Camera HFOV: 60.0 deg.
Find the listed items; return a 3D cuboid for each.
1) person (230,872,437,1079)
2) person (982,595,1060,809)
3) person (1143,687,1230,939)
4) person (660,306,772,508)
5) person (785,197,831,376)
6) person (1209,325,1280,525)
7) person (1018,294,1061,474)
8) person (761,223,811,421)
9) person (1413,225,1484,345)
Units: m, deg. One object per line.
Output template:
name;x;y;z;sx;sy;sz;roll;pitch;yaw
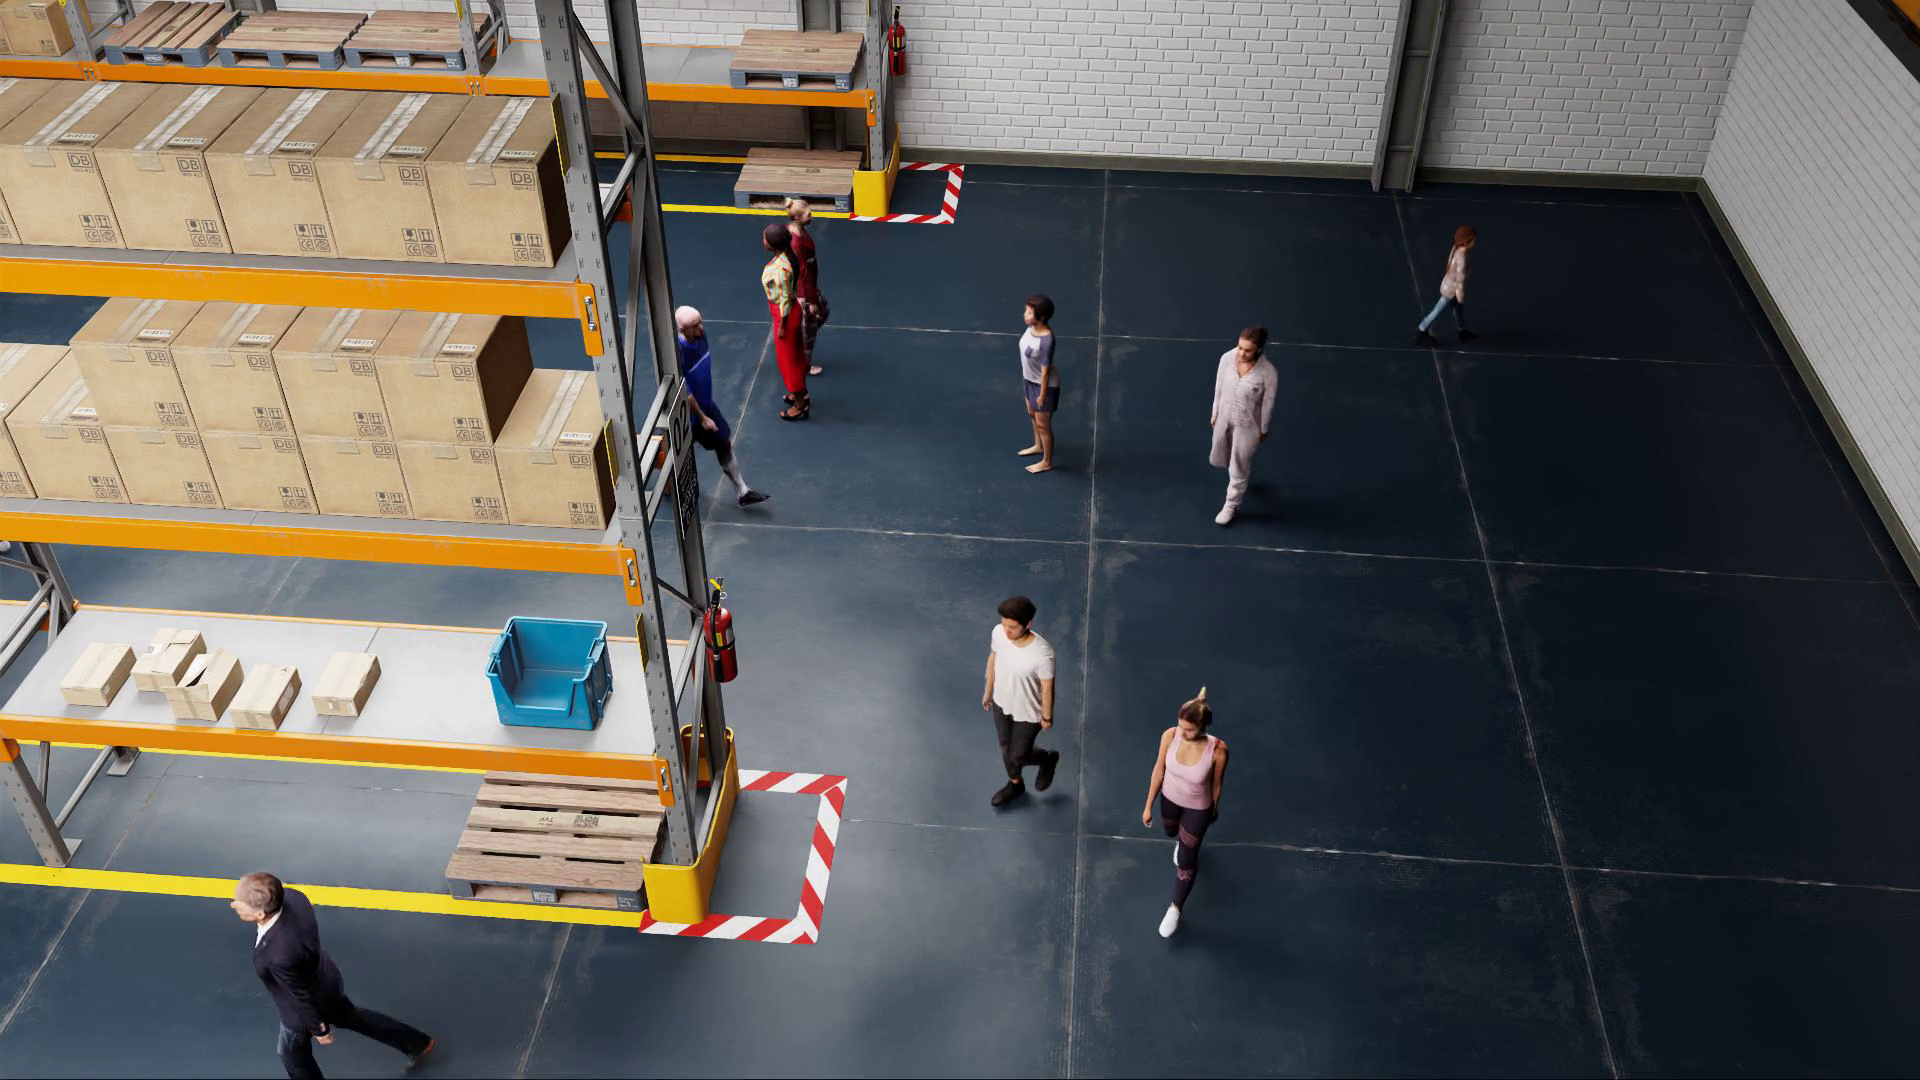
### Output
person;-3.260;2.293;8.523;1.158;1.791;0.813;-4;39;-6
person;0.427;0.957;10.262;0.887;1.707;0.828;-29;47;-31
person;1.339;1.460;9.685;1.039;1.641;0.935;21;43;24
person;-2.120;-0.970;12.612;1.235;1.787;0.912;14;41;17
person;-1.407;-2.149;14.166;0.690;1.689;0.701;-4;39;-5
person;2.169;-0.940;12.660;0.929;1.679;0.943;26;45;28
person;0.638;-1.253;13.145;0.647;1.563;0.643;-12;40;-14
person;-1.416;-1.787;13.630;0.530;1.792;0.599;2;39;2
person;4.299;-2.228;14.683;0.836;1.168;0.543;6;39;8
